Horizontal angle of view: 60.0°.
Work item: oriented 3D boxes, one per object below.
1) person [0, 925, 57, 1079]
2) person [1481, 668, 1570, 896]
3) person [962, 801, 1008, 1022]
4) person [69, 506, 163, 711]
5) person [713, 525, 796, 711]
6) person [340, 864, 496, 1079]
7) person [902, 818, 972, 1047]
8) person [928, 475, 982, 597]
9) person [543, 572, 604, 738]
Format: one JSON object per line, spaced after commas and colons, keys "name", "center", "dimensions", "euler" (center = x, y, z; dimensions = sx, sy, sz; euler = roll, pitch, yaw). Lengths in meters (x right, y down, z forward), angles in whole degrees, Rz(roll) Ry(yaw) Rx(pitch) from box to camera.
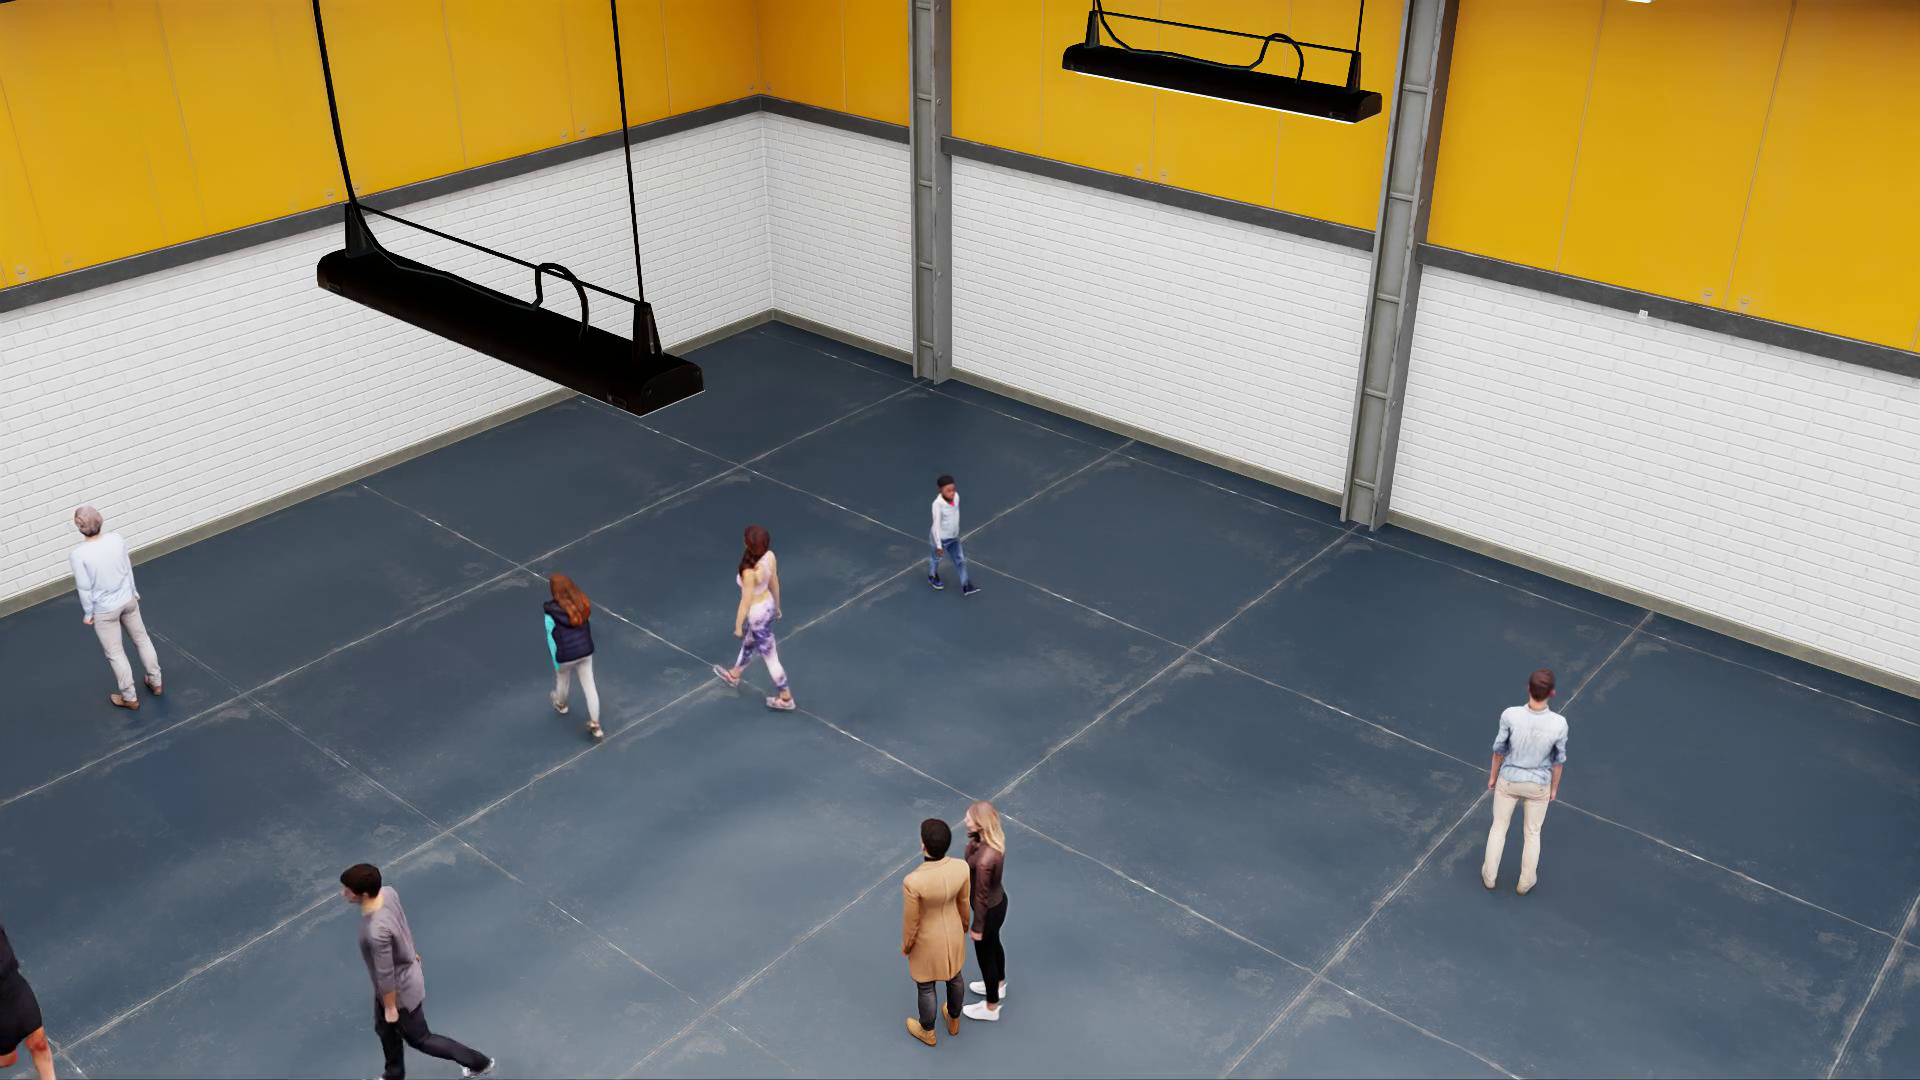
{"name": "person", "center": [-5.903, 2.865, 10.162], "dimensions": [1.017, 1.657, 0.835], "euler": [5, 29, 9]}
{"name": "person", "center": [4.073, 1.744, 12.020], "dimensions": [0.594, 1.847, 0.774], "euler": [10, 30, 18]}
{"name": "person", "center": [0.189, 2.425, 10.923], "dimensions": [0.678, 1.702, 0.667], "euler": [4, 29, 7]}
{"name": "person", "center": [-7.198, 0.556, 14.148], "dimensions": [0.612, 1.894, 0.677], "euler": [17, 33, 28]}
{"name": "person", "center": [-1.604, 0.691, 14.068], "dimensions": [1.143, 1.735, 0.829], "euler": [11, 30, 19]}
{"name": "person", "center": [-3.378, 2.719, 10.262], "dimensions": [1.078, 1.818, 1.127], "euler": [-7, 29, -12]}
{"name": "person", "center": [-0.150, 2.527, 10.710], "dimensions": [0.727, 1.727, 0.733], "euler": [-15, 32, -26]}
{"name": "person", "center": [-0.174, -0.062, 15.981], "dimensions": [0.618, 1.224, 0.909], "euler": [-21, 35, -33]}
{"name": "person", "center": [-3.180, 0.973, 13.835], "dimensions": [0.732, 1.461, 1.029], "euler": [-19, 34, -31]}
